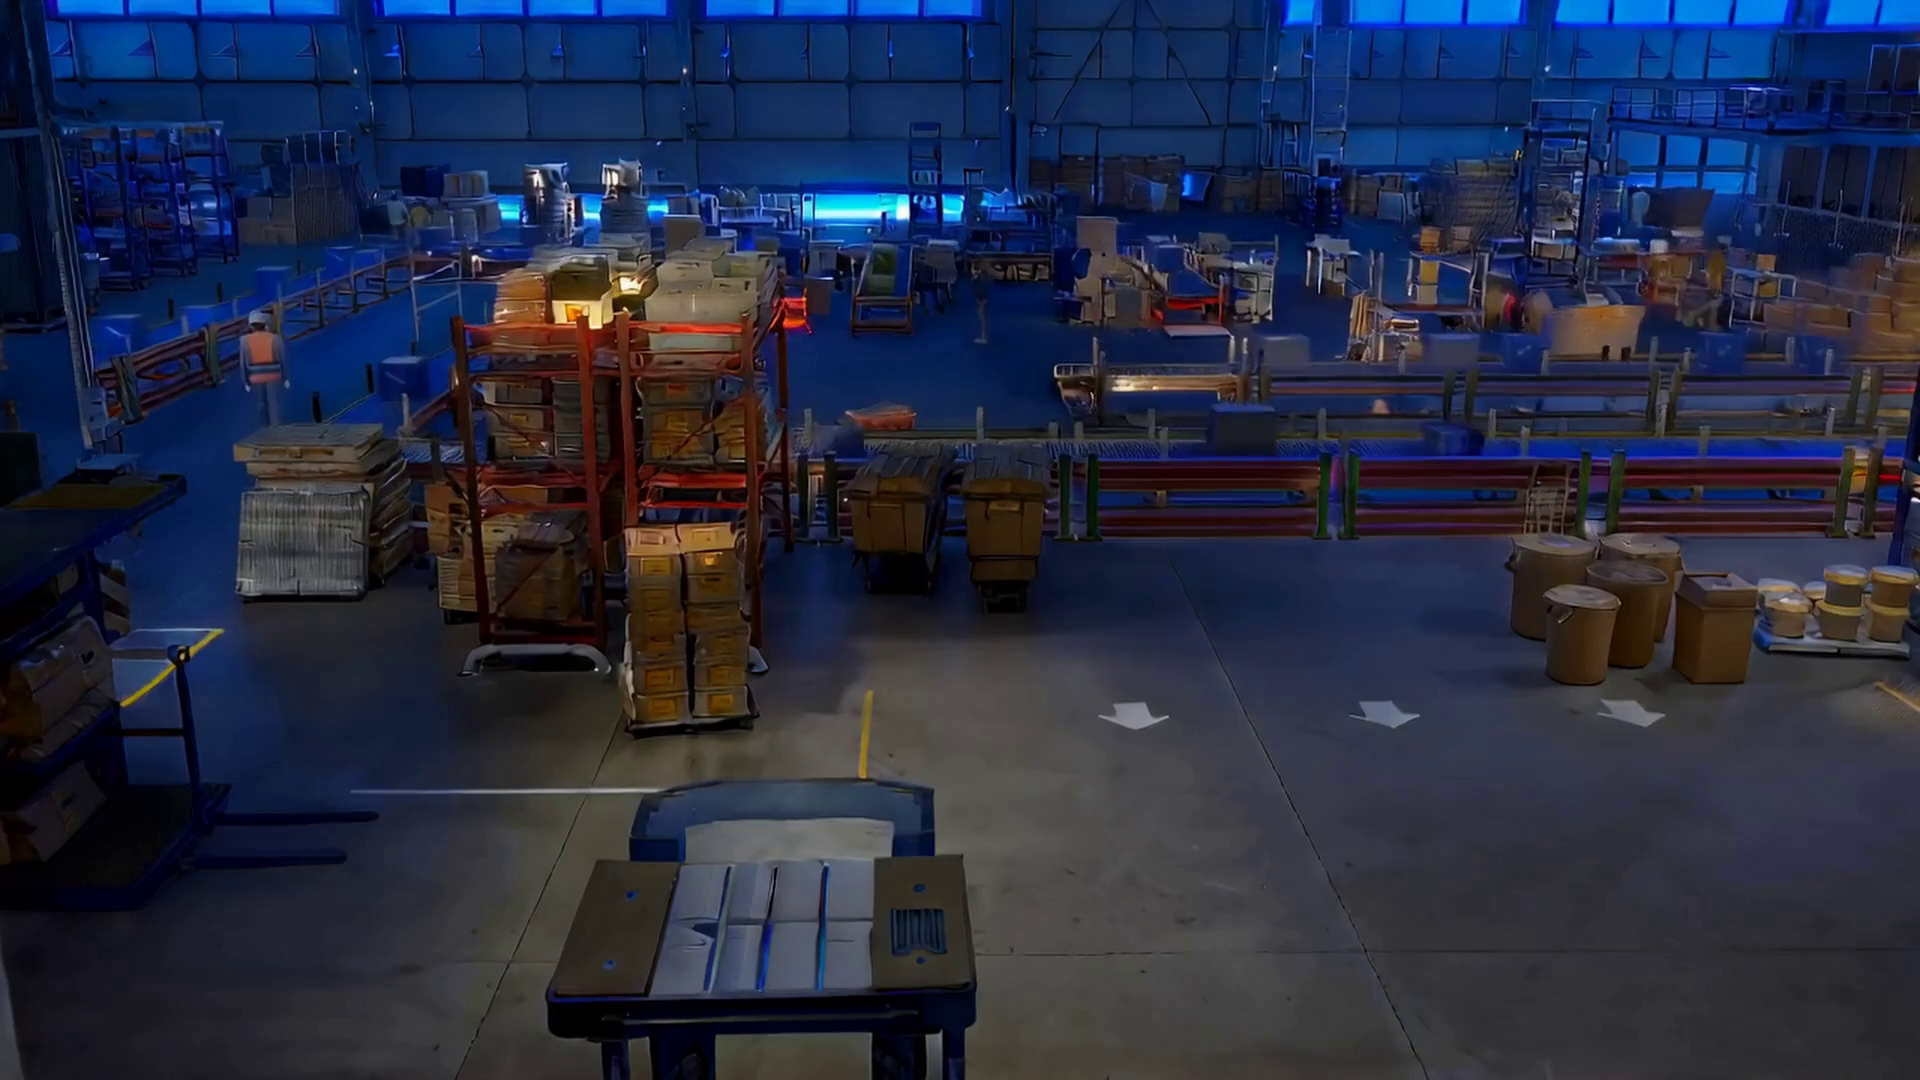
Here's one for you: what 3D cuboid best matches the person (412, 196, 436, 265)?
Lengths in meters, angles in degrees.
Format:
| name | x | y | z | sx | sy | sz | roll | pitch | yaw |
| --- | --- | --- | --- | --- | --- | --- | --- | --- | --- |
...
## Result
| name | x | y | z | sx | sy | sz | roll | pitch | yaw |
| --- | --- | --- | --- | --- | --- | --- | --- | --- | --- |
| person | -13.894 | -7.978 | 42.846 | 0.532 | 1.737 | 0.799 | 4 | 17 | 15 |

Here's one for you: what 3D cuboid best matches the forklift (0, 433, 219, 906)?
| name | x | y | z | sx | sy | sz | roll | pitch | yaw |
| --- | --- | --- | --- | --- | --- | --- | --- | --- | --- |
| forklift | -5.952 | 0.780 | 10.366 | 1.873 | 2.768 | 1.129 | 0 | 16 | -1 |

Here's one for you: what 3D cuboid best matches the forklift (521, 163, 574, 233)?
| name | x | y | z | sx | sy | sz | roll | pitch | yaw |
| --- | --- | --- | --- | --- | --- | --- | --- | --- | --- |
| forklift | -12.233 | -10.122 | 49.298 | 1.157 | 1.987 | 2.680 | 0 | 16 | -1 |

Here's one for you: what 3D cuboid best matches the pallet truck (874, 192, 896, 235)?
| name | x | y | z | sx | sy | sz | roll | pitch | yaw |
| --- | --- | --- | --- | --- | --- | --- | --- | --- | --- |
| pallet truck | -2.277 | -9.986 | 50.594 | 0.653 | 1.274 | 1.630 | 0 | 16 | -1 |

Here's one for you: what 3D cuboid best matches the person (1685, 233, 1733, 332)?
| name | x | y | z | sx | sy | sz | roll | pitch | yaw |
| --- | --- | --- | --- | --- | --- | --- | --- | --- | --- |
| person | 14.500 | -4.972 | 32.084 | 0.630 | 1.912 | 0.575 | 13 | 20 | 38 |

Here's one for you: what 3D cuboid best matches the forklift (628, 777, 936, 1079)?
| name | x | y | z | sx | sy | sz | roll | pitch | yaw |
| --- | --- | --- | --- | --- | --- | --- | --- | --- | --- |
| forklift | -0.542 | 2.165 | 5.552 | 1.129 | 2.768 | 1.873 | -1 | 16 | -2 |

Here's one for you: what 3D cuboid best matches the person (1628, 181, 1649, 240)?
| name | x | y | z | sx | sy | sz | roll | pitch | yaw |
| --- | --- | --- | --- | --- | --- | --- | --- | --- | --- |
| person | 19.887 | -9.653 | 48.739 | 0.491 | 1.695 | 0.884 | 0 | 16 | -1 |

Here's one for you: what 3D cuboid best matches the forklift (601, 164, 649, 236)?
| name | x | y | z | sx | sy | sz | roll | pitch | yaw |
| --- | --- | --- | --- | --- | --- | --- | --- | --- | --- |
| forklift | -9.948 | -10.127 | 49.296 | 1.157 | 1.987 | 2.680 | -1 | 16 | -3 |

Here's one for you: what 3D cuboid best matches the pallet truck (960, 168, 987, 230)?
| name | x | y | z | sx | sy | sz | roll | pitch | yaw |
| --- | --- | --- | --- | --- | --- | --- | --- | --- | --- |
| pallet truck | 0.383 | -10.230 | 50.206 | 0.823 | 1.965 | 1.885 | -1 | 16 | -3 |

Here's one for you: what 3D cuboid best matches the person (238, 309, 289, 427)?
| name | x | y | z | sx | sy | sz | roll | pitch | yaw |
| --- | --- | --- | --- | --- | --- | --- | --- | --- | --- |
| person | -9.546 | -2.258 | 22.846 | 0.595 | 1.809 | 0.822 | -5 | 17 | -18 |

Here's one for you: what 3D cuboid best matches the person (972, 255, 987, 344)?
| name | x | y | z | sx | sy | sz | roll | pitch | yaw |
| --- | --- | --- | --- | --- | --- | --- | --- | --- | --- |
| person | 0.355 | -4.449 | 30.784 | 0.287 | 1.626 | 0.497 | 0 | 16 | 1 |

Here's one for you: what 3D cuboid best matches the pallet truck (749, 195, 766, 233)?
| name | x | y | z | sx | sy | sz | roll | pitch | yaw |
| --- | --- | --- | --- | --- | --- | --- | --- | --- | --- |
| pallet truck | -6.051 | -9.967 | 50.660 | 0.680 | 1.201 | 1.601 | 0 | 16 | -1 |

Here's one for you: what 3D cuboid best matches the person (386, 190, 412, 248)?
| name | x | y | z | sx | sy | sz | roll | pitch | yaw |
| --- | --- | --- | --- | --- | --- | --- | --- | --- | --- |
| person | -14.744 | -8.311 | 43.833 | 0.607 | 1.824 | 0.628 | 3 | 16 | 9 |

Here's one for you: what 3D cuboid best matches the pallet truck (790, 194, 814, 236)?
| name | x | y | z | sx | sy | sz | roll | pitch | yaw |
| --- | --- | --- | --- | --- | --- | --- | --- | --- | --- |
| pallet truck | -4.814 | -9.883 | 50.259 | 0.704 | 1.261 | 1.522 | -1 | 16 | -3 |

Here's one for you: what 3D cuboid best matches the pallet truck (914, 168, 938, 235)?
| name | x | y | z | sx | sy | sz | roll | pitch | yaw |
| --- | --- | --- | --- | --- | --- | --- | --- | --- | --- |
| pallet truck | -0.989 | -10.316 | 50.507 | 0.823 | 1.965 | 1.885 | 1 | 16 | 3 |

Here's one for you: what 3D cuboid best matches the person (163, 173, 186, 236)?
| name | x | y | z | sx | sy | sz | roll | pitch | yaw |
| --- | --- | --- | --- | --- | --- | --- | --- | --- | --- |
| person | -22.790 | -9.675 | 48.320 | 0.649 | 1.986 | 0.509 | -1 | 16 | -3 |
